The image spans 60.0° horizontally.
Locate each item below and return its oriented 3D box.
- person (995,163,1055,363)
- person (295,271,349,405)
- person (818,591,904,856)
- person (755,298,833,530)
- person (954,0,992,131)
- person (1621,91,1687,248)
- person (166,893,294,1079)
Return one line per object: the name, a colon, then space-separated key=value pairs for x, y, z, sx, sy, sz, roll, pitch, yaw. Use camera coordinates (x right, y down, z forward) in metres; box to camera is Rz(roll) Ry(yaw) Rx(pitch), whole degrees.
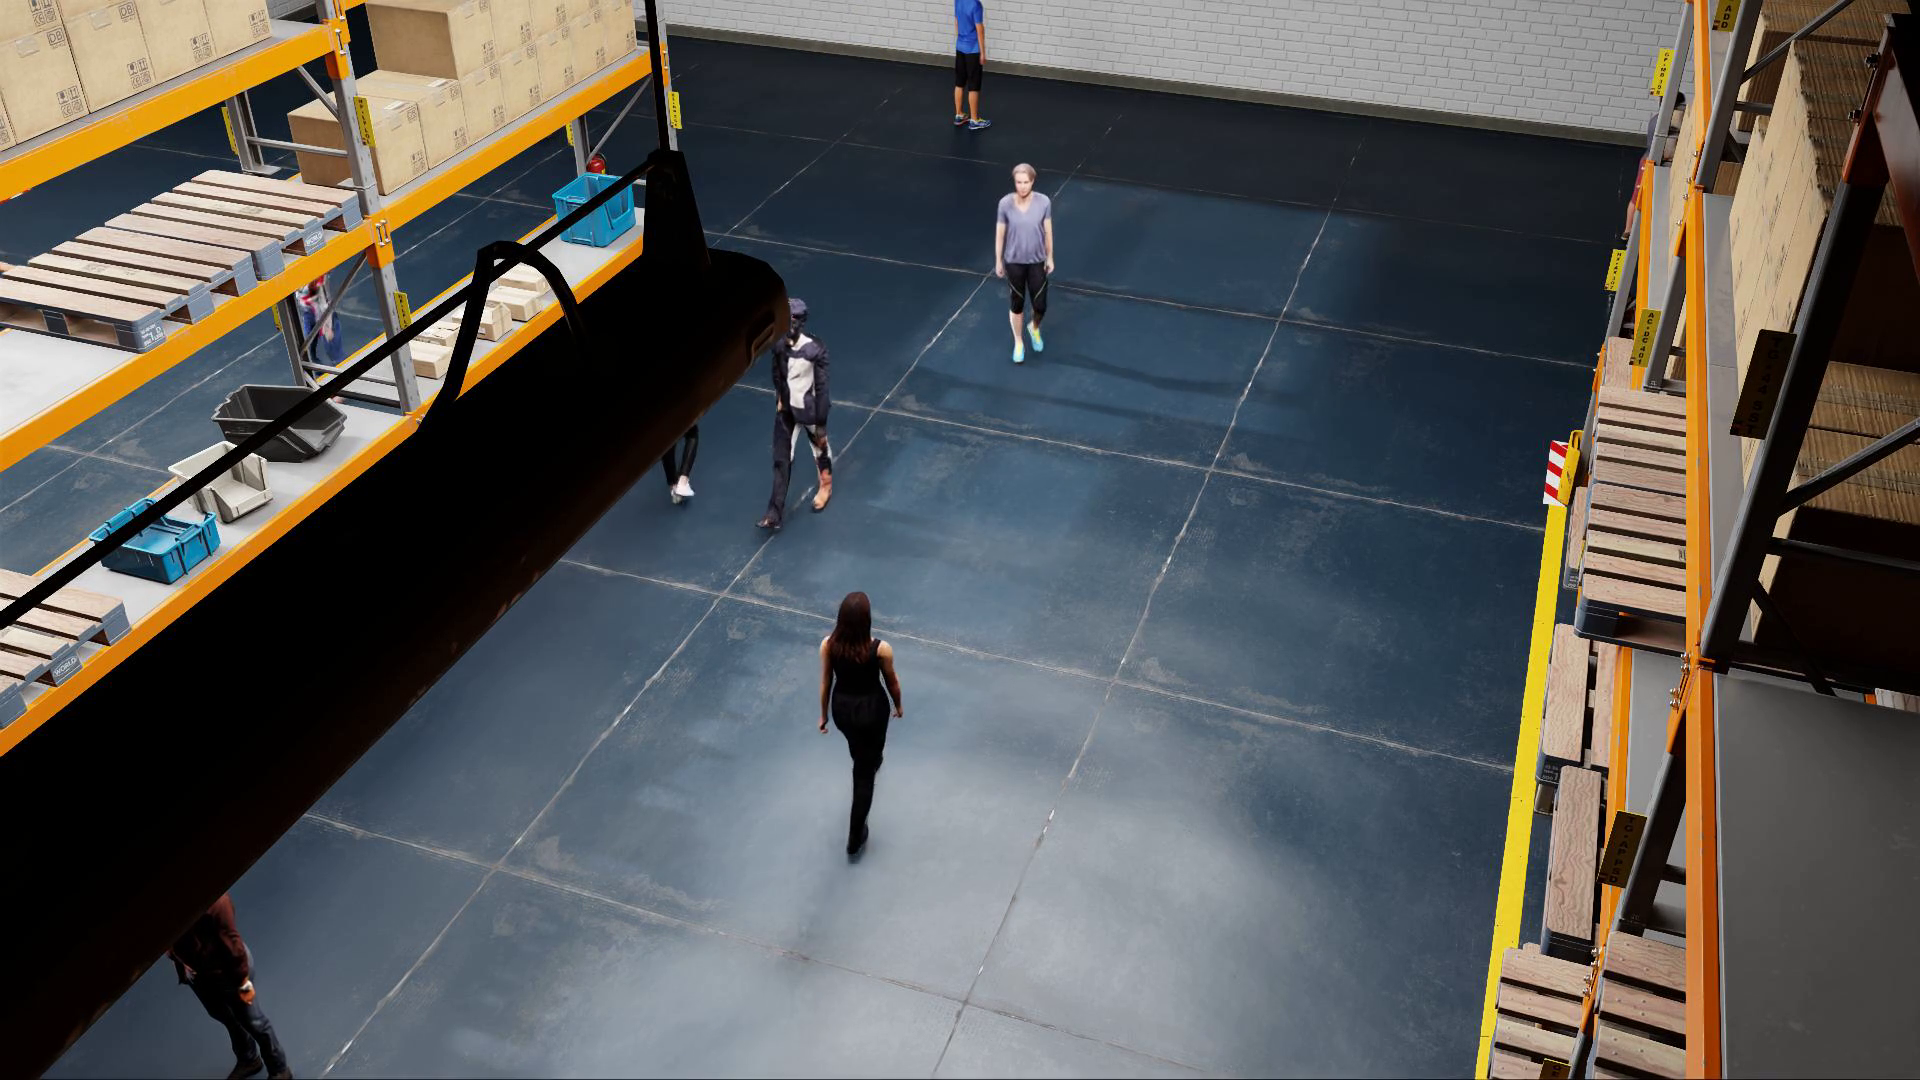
person: x=0.591 y=-2.540 z=15.066 sx=0.798 sy=1.873 sz=0.816 roll=0 pitch=34 yaw=0
person: x=-5.487 y=-1.933 z=14.394 sx=0.625 sy=1.605 sz=0.585 roll=14 pitch=36 yaw=20
person: x=-0.603 y=1.099 z=9.796 sx=0.738 sy=1.644 sz=1.158 roll=7 pitch=34 yaw=10
person: x=-1.159 y=-1.016 z=12.794 sx=0.776 sy=1.849 sz=1.155 roll=15 pitch=36 yaw=21
person: x=0.102 y=-5.955 z=20.208 sx=0.717 sy=1.867 sz=0.703 roll=-26 pitch=42 yaw=-33
person: x=7.178 y=-3.852 z=17.241 sx=0.703 sy=1.649 sz=0.526 roll=4 pitch=34 yaw=6
person: x=-3.644 y=2.090 z=8.185 sx=0.627 sy=1.778 sz=0.499 roll=11 pitch=35 yaw=16
